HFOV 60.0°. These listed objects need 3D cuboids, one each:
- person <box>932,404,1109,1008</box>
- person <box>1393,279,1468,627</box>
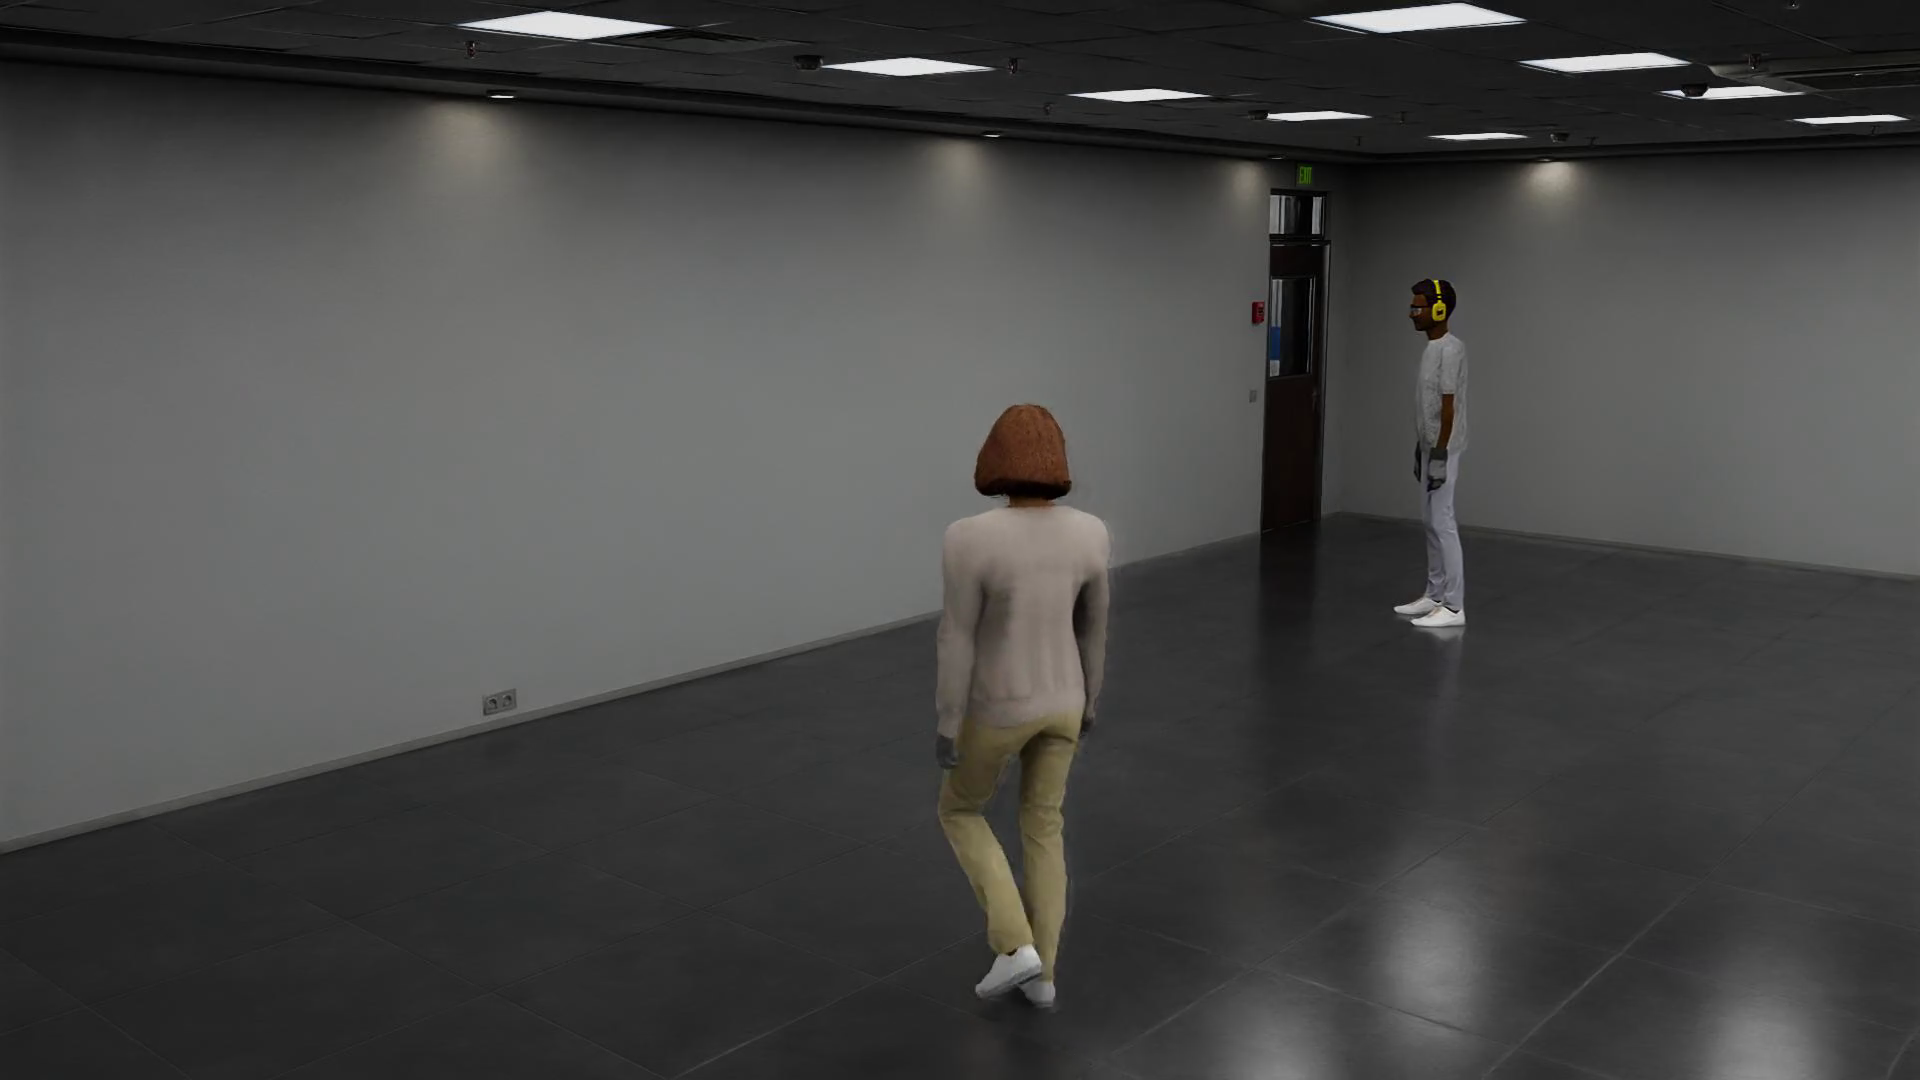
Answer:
[{"bbox_3d":[0.147,0.448,4.404,0.521,1.616,0.347,-5,11,-28],"label":"person"},{"bbox_3d":[2.556,-0.465,8.949,0.331,1.861,0.494,0,10,0],"label":"person"}]
